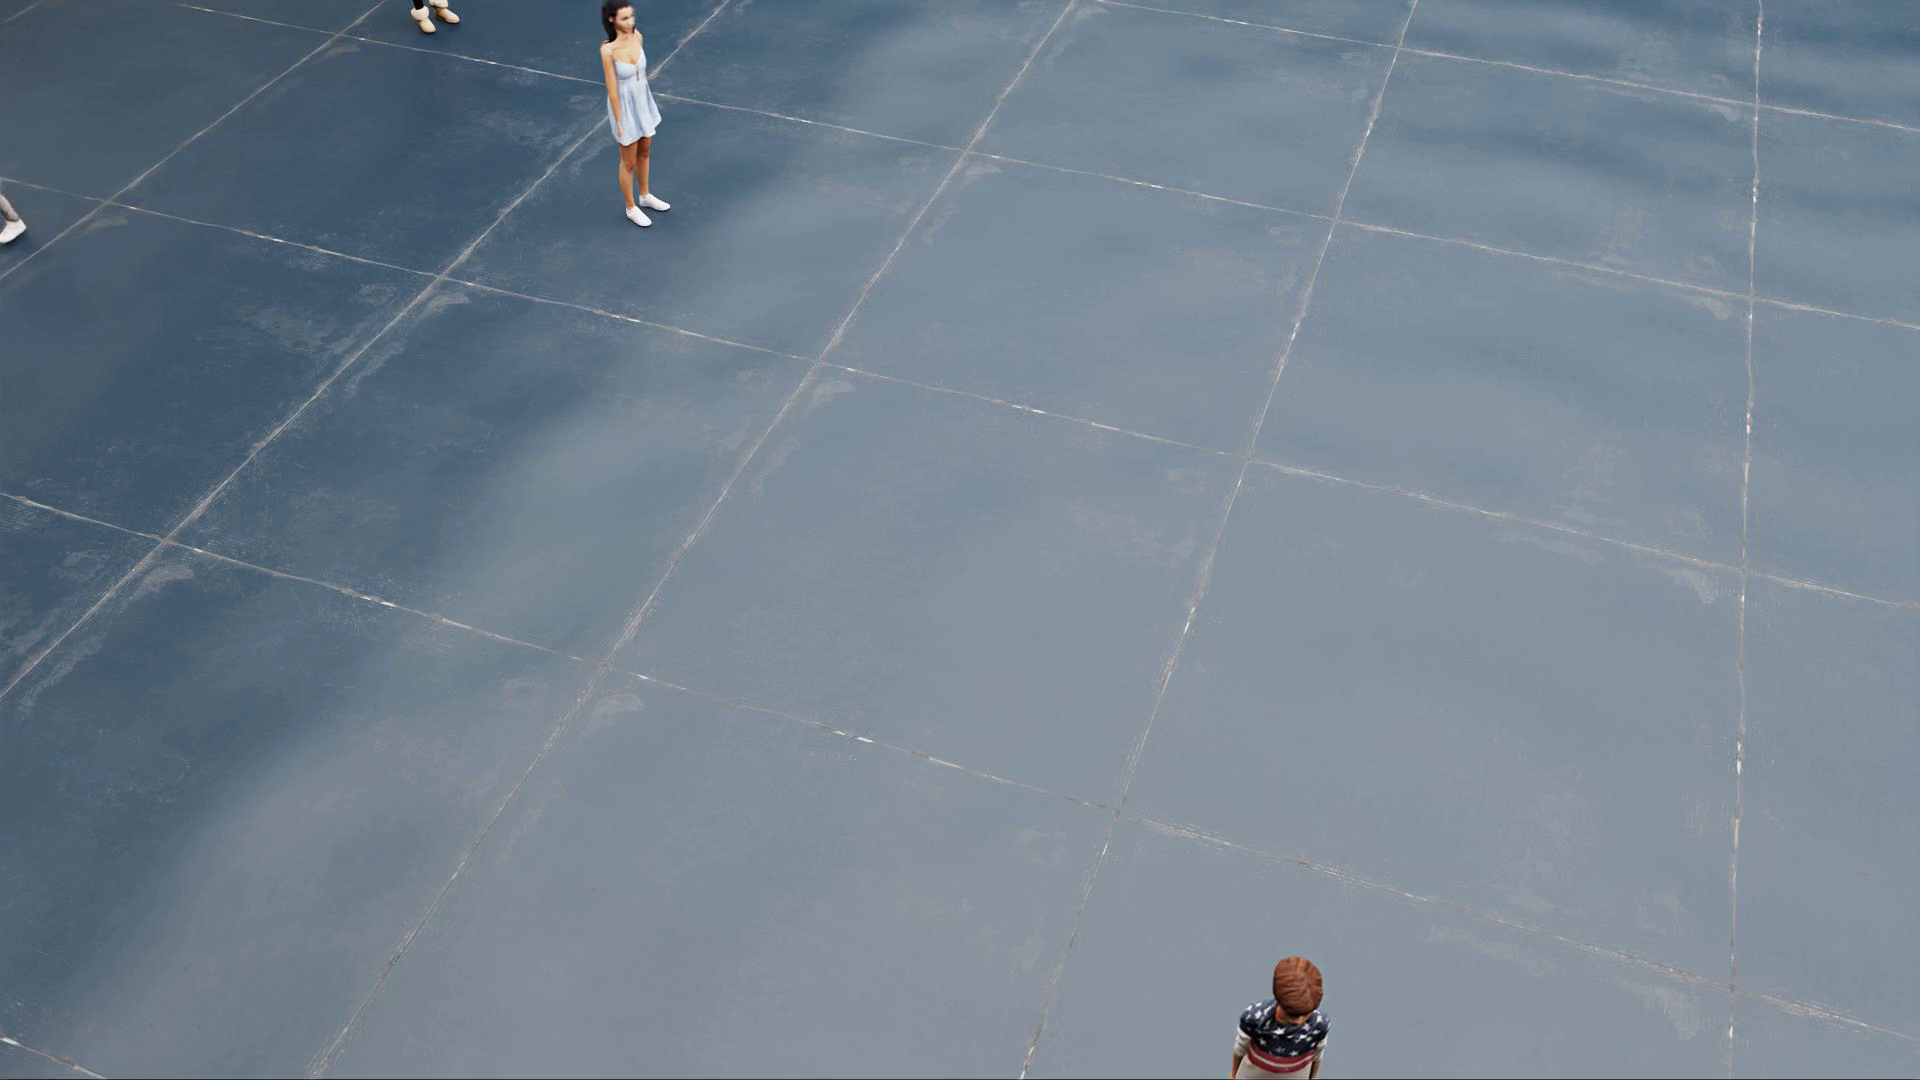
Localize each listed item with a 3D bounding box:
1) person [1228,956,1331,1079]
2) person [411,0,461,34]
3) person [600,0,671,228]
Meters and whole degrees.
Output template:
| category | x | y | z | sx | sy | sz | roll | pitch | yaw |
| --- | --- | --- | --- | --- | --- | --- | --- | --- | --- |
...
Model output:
| category | x | y | z | sx | sy | sz | roll | pitch | yaw |
| --- | --- | --- | --- | --- | --- | --- | --- | --- | --- |
| person | 1.265 | 2.135 | 6.731 | 0.478 | 1.439 | 0.609 | 4 | 43 | 4 |
| person | -4.737 | -5.305 | 14.538 | 0.660 | 1.659 | 0.672 | 31 | 51 | 29 |
| person | -2.414 | -3.154 | 12.181 | 0.573 | 1.731 | 0.618 | 21 | 47 | 21 |
